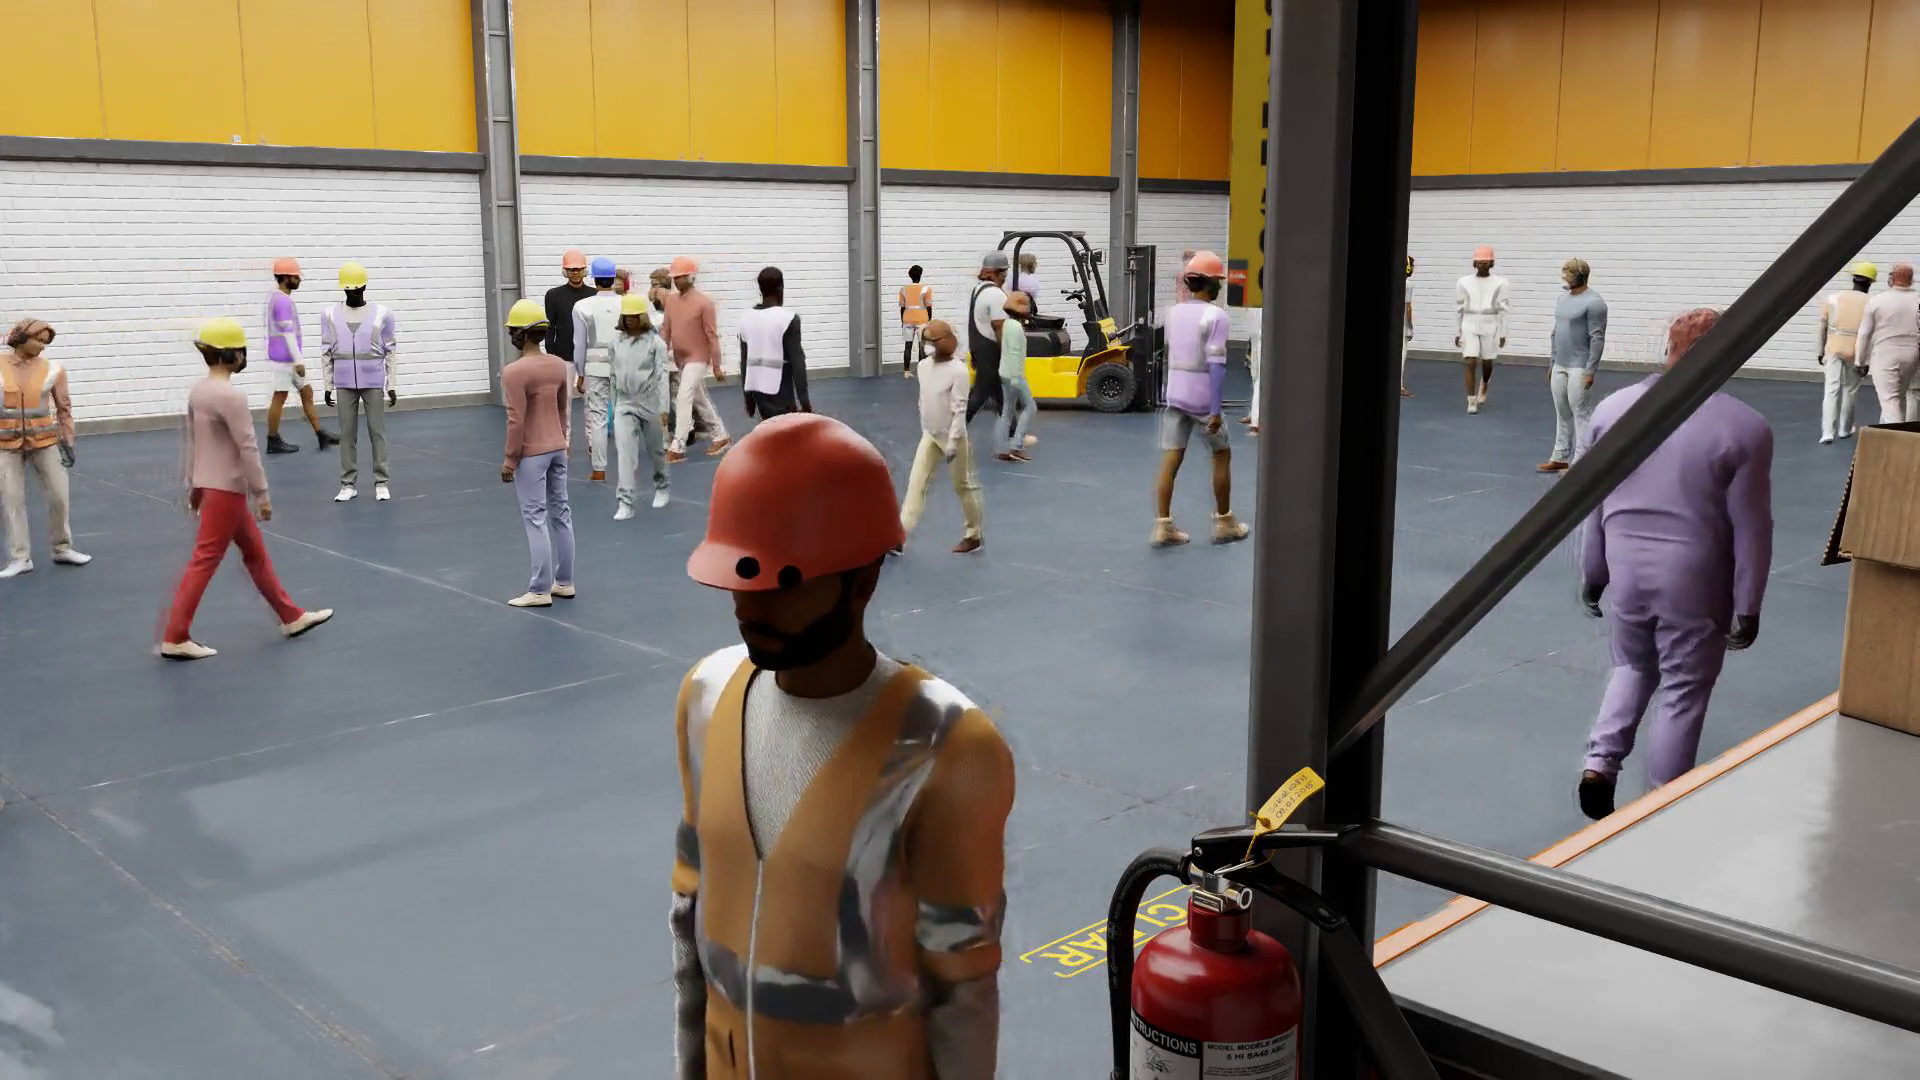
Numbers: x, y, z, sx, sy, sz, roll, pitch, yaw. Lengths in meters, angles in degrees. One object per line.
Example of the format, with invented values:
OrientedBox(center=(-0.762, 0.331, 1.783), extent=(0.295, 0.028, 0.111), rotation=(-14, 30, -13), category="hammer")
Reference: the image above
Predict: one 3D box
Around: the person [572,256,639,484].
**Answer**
OrientedBox(center=(-3.015, -1.452, 14.307), extent=(0.603, 1.951, 0.380), rotation=(-4, 11, -21), category="person")

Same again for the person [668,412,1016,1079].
OrientedBox(center=(-0.149, 0.758, 2.358), extent=(0.570, 1.915, 0.649), rotation=(7, 13, 35), category="person")

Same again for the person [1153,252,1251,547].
OrientedBox(center=(1.690, -0.964, 11.478), extent=(0.900, 2.011, 0.613), rotation=(-8, 13, -39), category="person")

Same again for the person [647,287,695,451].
OrientedBox(center=(-2.886, -1.676, 16.408), extent=(0.404, 1.626, 0.527), rotation=(8, 13, 36), category="person")

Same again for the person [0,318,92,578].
OrientedBox(center=(-5.867, -0.579, 10.483), extent=(0.611, 1.616, 0.347), rotation=(-6, 12, -32), category="person")

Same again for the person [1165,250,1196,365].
OrientedBox(center=(3.664, -3.776, 27.164), extent=(0.667, 1.881, 0.730), rotation=(-8, 13, -36), category="person")

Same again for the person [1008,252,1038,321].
OrientedBox(center=(0.788, -2.878, 22.205), extent=(0.840, 1.911, 0.634), rotation=(-6, 12, -30), category="person")

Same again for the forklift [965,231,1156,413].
OrientedBox(center=(1.222, -2.721, 20.561), extent=(2.313, 2.155, 1.214), rotation=(2, 11, 13), category="forklift")

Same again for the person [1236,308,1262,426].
OrientedBox(center=(3.351, -2.204, 18.649), extent=(0.328, 1.865, 0.517), rotation=(-2, 11, -12), category="person")

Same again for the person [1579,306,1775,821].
OrientedBox(center=(2.478, 0.142, 5.771), extent=(0.454, 1.890, 0.662), rotation=(-9, 13, -39), category="person")

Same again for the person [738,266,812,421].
OrientedBox(center=(-1.448, -1.120, 12.627), extent=(0.601, 1.900, 0.756), rotation=(9, 13, 39), category="person")

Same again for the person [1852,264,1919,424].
OrientedBox(center=(9.084, -1.749, 16.198), extent=(0.647, 1.858, 0.997), rotation=(1, 10, 4), category="person")

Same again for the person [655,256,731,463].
OrientedBox(center=(-2.541, -1.731, 15.865), extent=(0.586, 1.944, 0.993), rotation=(10, 14, 43), category="person")

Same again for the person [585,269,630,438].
OrientedBox(center=(-3.498, -1.978, 17.635), extent=(0.984, 1.794, 0.605), rotation=(-5, 12, -27), category="person")

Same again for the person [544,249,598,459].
OrientedBox(center=(-3.661, -1.770, 15.922), extent=(0.609, 1.996, 0.379), rotation=(-4, 11, -20), category="person")

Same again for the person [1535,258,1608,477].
OrientedBox(center=(5.429, -1.519, 14.719), extent=(0.372, 1.935, 0.627), rotation=(-3, 11, -15), category="person")

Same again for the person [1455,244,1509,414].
OrientedBox(center=(6.298, -2.555, 20.120), extent=(0.607, 2.026, 0.772), rotation=(3, 11, 18), category="person")

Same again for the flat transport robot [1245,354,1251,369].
OrientedBox(center=(4.874, -2.799, 26.231), extent=(0.652, 0.197, 1.431), rotation=(1, 10, 5), category="flat transport robot")

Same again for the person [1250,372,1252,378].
OrientedBox(center=(4.336, -3.009, 22.931), extent=(0.821, 1.908, 0.541), rotation=(-6, 12, -28), category="person")

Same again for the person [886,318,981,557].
OrientedBox(center=(-0.168, -0.654, 10.931), extent=(0.873, 1.575, 0.511), rotation=(-10, 14, -43), category="person")

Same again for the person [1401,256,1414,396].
OrientedBox(center=(5.863, -2.852, 22.199), extent=(0.319, 1.863, 0.524), rotation=(-4, 11, -21), category="person")

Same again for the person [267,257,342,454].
OrientedBox(center=(-6.444, -1.800, 16.314), extent=(0.875, 1.905, 0.570), rotation=(-4, 11, -20), category="person")

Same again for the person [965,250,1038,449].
OrientedBox(center=(0.277, -1.929, 16.661), extent=(1.010, 2.000, 0.695), rotation=(-3, 11, -14), category="person")

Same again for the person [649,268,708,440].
OrientedBox(center=(-2.927, -1.893, 17.155), extent=(0.653, 1.792, 0.516), rotation=(0, 10, -1), category="person")

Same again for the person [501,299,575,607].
OrientedBox(center=(-2.448, -0.493, 9.582), extent=(0.315, 1.770, 0.524), rotation=(4, 11, 23), category="person")

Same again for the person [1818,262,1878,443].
OrientedBox(center=(9.172, -1.926, 17.165), extent=(0.599, 1.853, 1.037), rotation=(7, 12, 32), category="person")

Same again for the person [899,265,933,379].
OrientedBox(center=(-0.652, -3.226, 24.697), extent=(0.532, 1.694, 0.320), rotation=(4, 11, 21), category="person")

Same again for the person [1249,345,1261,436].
OrientedBox(center=(3.475, -2.043, 17.808), extent=(0.936, 1.837, 0.598), rotation=(-7, 12, -33), category="person")

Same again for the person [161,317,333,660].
OrientedBox(center=(-3.706, -0.272, 8.493), extent=(0.932, 1.715, 0.542), rotation=(-10, 14, -43), category="person")

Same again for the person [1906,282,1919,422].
OrientedBox(center=(9.613, -1.795, 16.528), extent=(0.591, 1.826, 0.403), rotation=(-2, 11, -8), category="person")

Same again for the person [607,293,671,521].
OrientedBox(center=(-2.443, -1.040, 12.747), extent=(0.504, 1.699, 0.901), rotation=(1, 10, 7), category="person")

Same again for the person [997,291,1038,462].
OrientedBox(center=(0.561, -1.529, 15.653), extent=(0.479, 1.615, 0.495), rotation=(-2, 11, -9), category="person")

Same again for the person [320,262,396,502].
OrientedBox(center=(-4.825, -1.264, 13.369), extent=(0.585, 1.919, 0.374), rotation=(-2, 11, -9), category="person")
